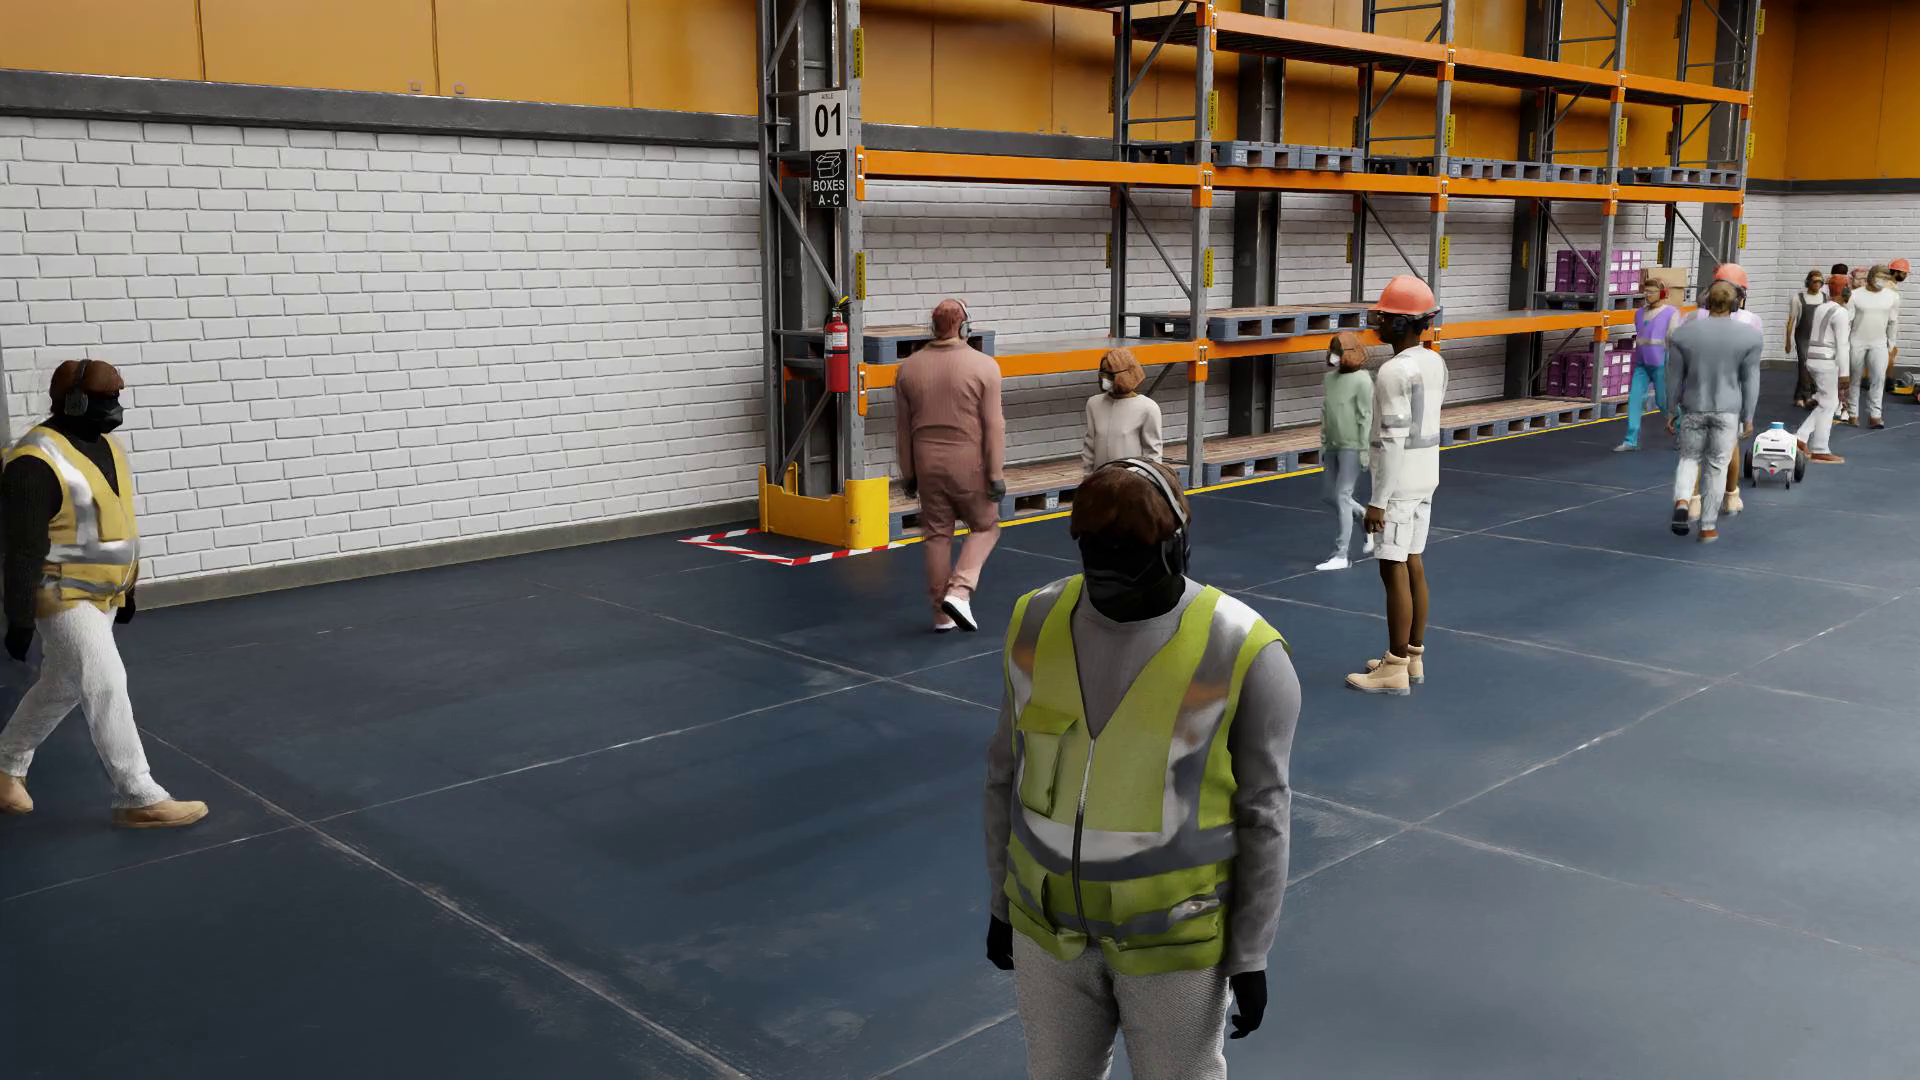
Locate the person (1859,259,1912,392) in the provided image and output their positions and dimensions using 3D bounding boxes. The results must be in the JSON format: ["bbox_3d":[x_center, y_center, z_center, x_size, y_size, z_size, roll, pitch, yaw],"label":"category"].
[{"bbox_3d":[13.351,-3.067,23.851,0.795,1.897,0.577,6,12,29],"label":"person"}]

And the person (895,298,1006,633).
[{"bbox_3d":[-0.038,-0.401,9.316,0.664,1.894,0.427,5,11,25],"label":"person"}]

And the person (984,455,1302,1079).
[{"bbox_3d":[0.314,0.749,3.221,0.622,1.838,0.429,6,12,28],"label":"person"}]

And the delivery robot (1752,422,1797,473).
[{"bbox_3d":[7.365,-0.822,15.024,0.477,0.478,0.707,5,12,27],"label":"delivery robot"}]

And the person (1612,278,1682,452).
[{"bbox_3d":[7.233,-1.808,17.229,0.858,1.818,0.579,-4,11,-22],"label":"person"}]

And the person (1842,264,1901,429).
[{"bbox_3d":[10.537,-2.228,19.268,0.666,1.894,0.921,2,11,13],"label":"person"}]

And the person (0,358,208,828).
[{"bbox_3d":[-3.415,0.210,6.302,0.938,1.796,0.665,0,10,-1],"label":"person"}]

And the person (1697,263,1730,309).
[{"bbox_3d":[9.093,-2.353,19.938,0.407,1.910,0.640,-1,10,-5],"label":"person"}]

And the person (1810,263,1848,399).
[{"bbox_3d":[11.815,-2.833,22.667,0.599,1.873,0.798,10,15,44],"label":"person"}]

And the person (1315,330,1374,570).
[{"bbox_3d":[2.657,-0.611,11.248,0.564,1.618,0.506,-5,11,-24],"label":"person"}]

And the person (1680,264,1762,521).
[{"bbox_3d":[6.028,-1.172,13.226,0.621,2.003,0.900,8,13,36],"label":"person"}]

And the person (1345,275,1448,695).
[{"bbox_3d":[2.146,-0.263,8.163,0.370,2.048,0.608,7,12,33],"label":"person"}]

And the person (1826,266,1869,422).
[{"bbox_3d":[10.883,-2.409,20.328,0.646,1.876,0.824,6,12,31],"label":"person"}]

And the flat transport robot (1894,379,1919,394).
[{"bbox_3d":[13.892,-2.143,23.260,1.431,0.197,0.652,6,12,29],"label":"flat transport robot"}]

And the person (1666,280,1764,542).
[{"bbox_3d":[5.441,-0.918,12.071,0.630,1.921,0.548,7,12,33],"label":"person"}]

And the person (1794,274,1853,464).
[{"bbox_3d":[8.551,-1.683,16.399,0.393,1.869,0.608,2,11,13],"label":"person"}]

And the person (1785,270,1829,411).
[{"bbox_3d":[10.944,-2.560,21.375,0.518,1.785,1.001,1,10,5],"label":"person"}]

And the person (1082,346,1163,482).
[{"bbox_3d":[0.889,-0.261,9.274,0.501,1.633,0.289,9,13,39],"label":"person"}]
